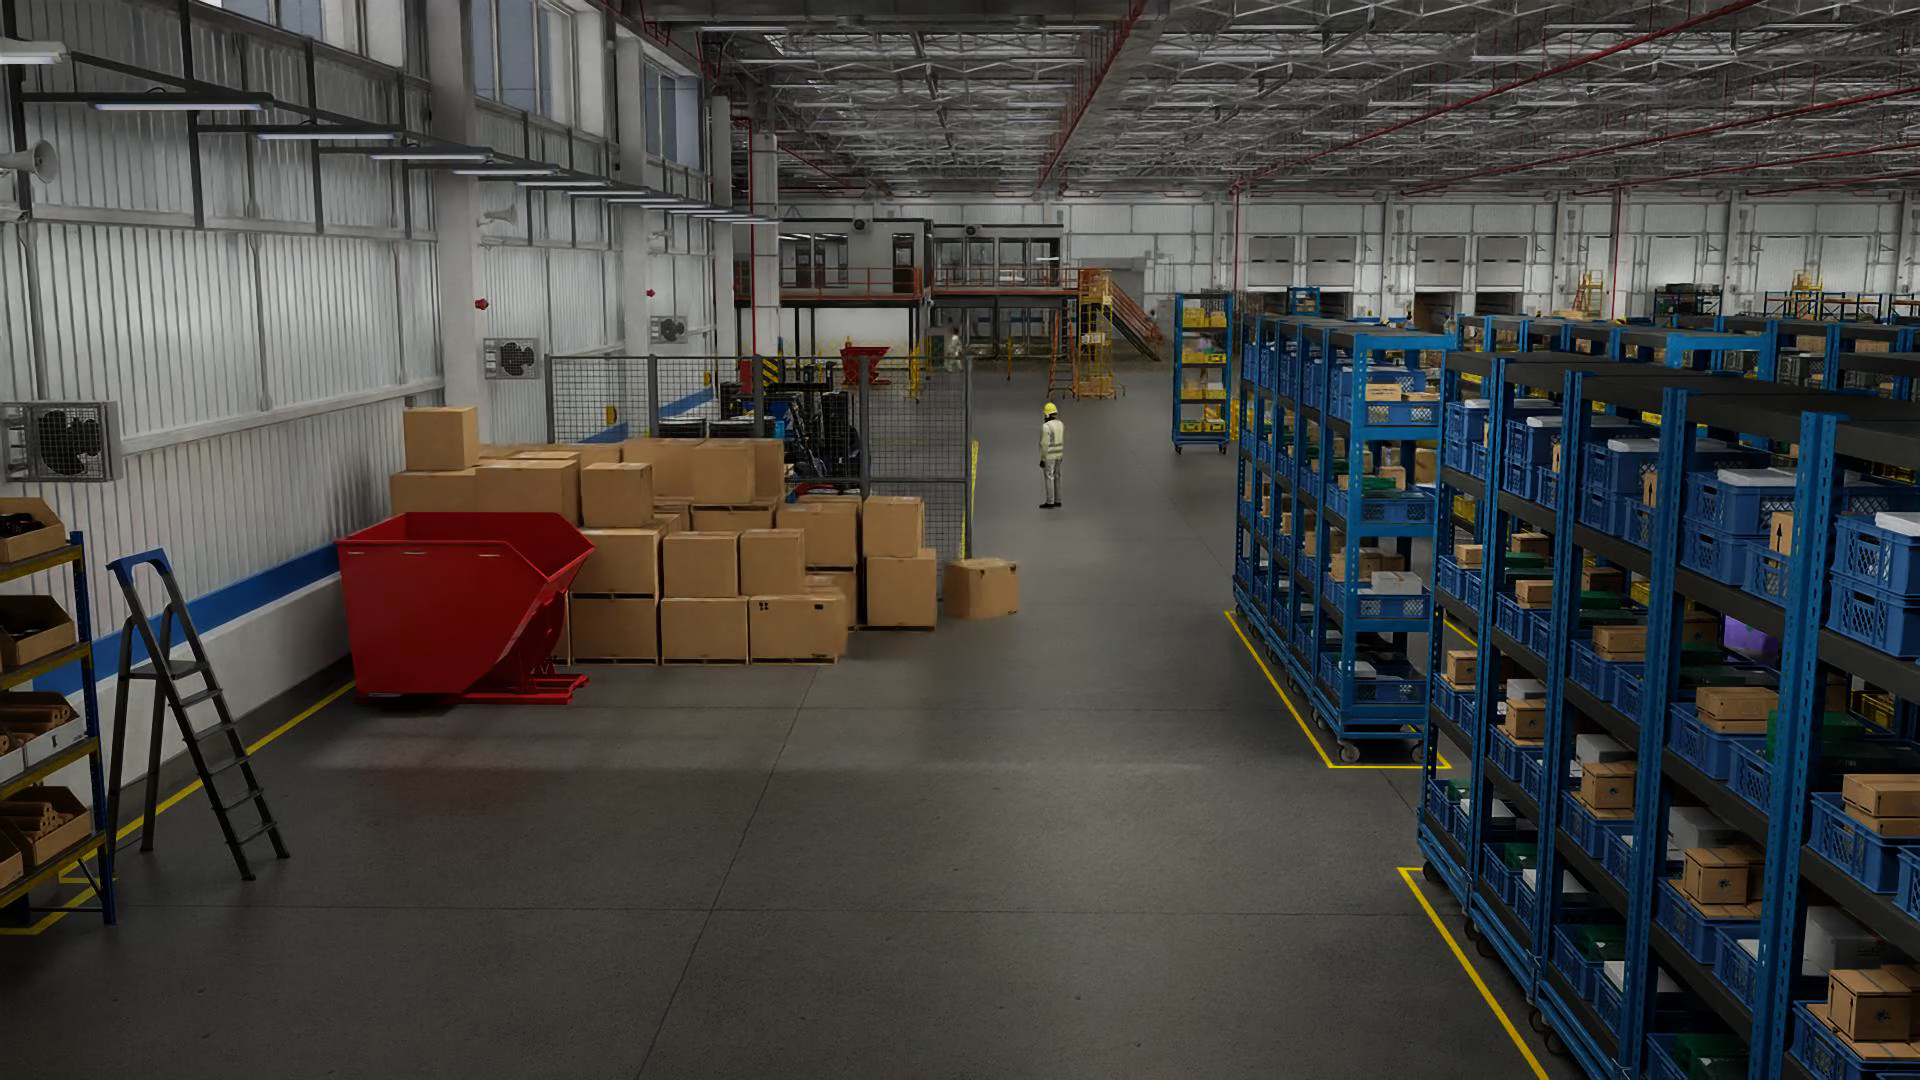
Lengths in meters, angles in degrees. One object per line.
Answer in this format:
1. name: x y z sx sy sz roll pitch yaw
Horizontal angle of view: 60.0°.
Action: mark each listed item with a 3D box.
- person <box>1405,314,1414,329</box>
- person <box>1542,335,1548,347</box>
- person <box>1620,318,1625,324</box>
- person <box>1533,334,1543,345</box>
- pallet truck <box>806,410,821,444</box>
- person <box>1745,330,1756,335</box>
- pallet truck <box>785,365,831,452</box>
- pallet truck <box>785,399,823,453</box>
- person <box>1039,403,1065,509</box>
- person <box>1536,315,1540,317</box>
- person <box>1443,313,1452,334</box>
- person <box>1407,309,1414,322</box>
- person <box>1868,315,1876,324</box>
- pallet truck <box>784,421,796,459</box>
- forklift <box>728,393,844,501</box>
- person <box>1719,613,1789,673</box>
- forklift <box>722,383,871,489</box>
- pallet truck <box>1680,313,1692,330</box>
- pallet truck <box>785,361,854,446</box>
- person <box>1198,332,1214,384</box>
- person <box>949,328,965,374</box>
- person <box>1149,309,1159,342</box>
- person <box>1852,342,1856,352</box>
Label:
1. person: 23.341 -10.801 86.398 0.430 1.840 0.625 3 10 16
2. person: 25.130 -8.350 71.504 0.328 1.765 0.527 9 13 44
3. person: 30.929 -9.431 77.729 0.591 1.915 0.396 5 10 28
4. person: 24.133 -8.183 69.758 0.608 1.997 0.374 0 9 2
5. pallet truck: -3.559 -2.018 33.905 1.522 1.261 0.704 0 9 -1
6. person: 38.062 -9.875 80.476 0.905 1.901 0.666 -5 11 -29
7. pallet truck: -3.774 -2.976 37.635 1.885 1.965 0.823 1 9 5
8. pallet truck: -3.814 -2.432 36.419 1.630 1.274 0.653 0 9 1
9. person: 1.563 -1.447 28.712 0.404 1.832 0.592 7 12 38
10. person: 31.371 -11.354 90.243 0.322 1.696 0.530 4 10 24
11. person: 25.127 -10.752 85.808 0.410 1.939 0.601 -3 10 -16
12. person: 25.608 -12.189 94.719 0.398 1.918 0.587 7 12 37
13. person: 46.904 -10.635 85.429 0.534 1.813 0.767 -8 12 -40
14. pallet truck: -4.013 -1.793 32.705 1.601 1.201 0.680 0 9 1
15. forklift: -2.979 -1.316 26.476 2.680 1.987 1.157 0 9 1
16. person: 6.090 1.122 12.839 0.565 1.840 0.390 7 11 36
17. forklift: -2.893 -1.687 28.729 2.680 1.987 1.157 0 9 -1
18. pallet truck: 36.315 -10.531 84.244 0.823 1.965 1.885 -6 11 -33
19. pallet truck: -3.410 -3.193 38.978 1.885 1.965 0.823 0 9 -1
20. person: 8.964 -6.614 60.014 0.855 2.013 0.645 8 12 42
21. person: -0.058 -7.512 66.108 0.956 1.839 0.580 1 9 7
22. person: 11.203 -12.391 95.979 0.757 1.918 0.549 -6 11 -31
23. person: 32.268 -6.620 60.283 0.345 1.940 0.551 6 11 31
